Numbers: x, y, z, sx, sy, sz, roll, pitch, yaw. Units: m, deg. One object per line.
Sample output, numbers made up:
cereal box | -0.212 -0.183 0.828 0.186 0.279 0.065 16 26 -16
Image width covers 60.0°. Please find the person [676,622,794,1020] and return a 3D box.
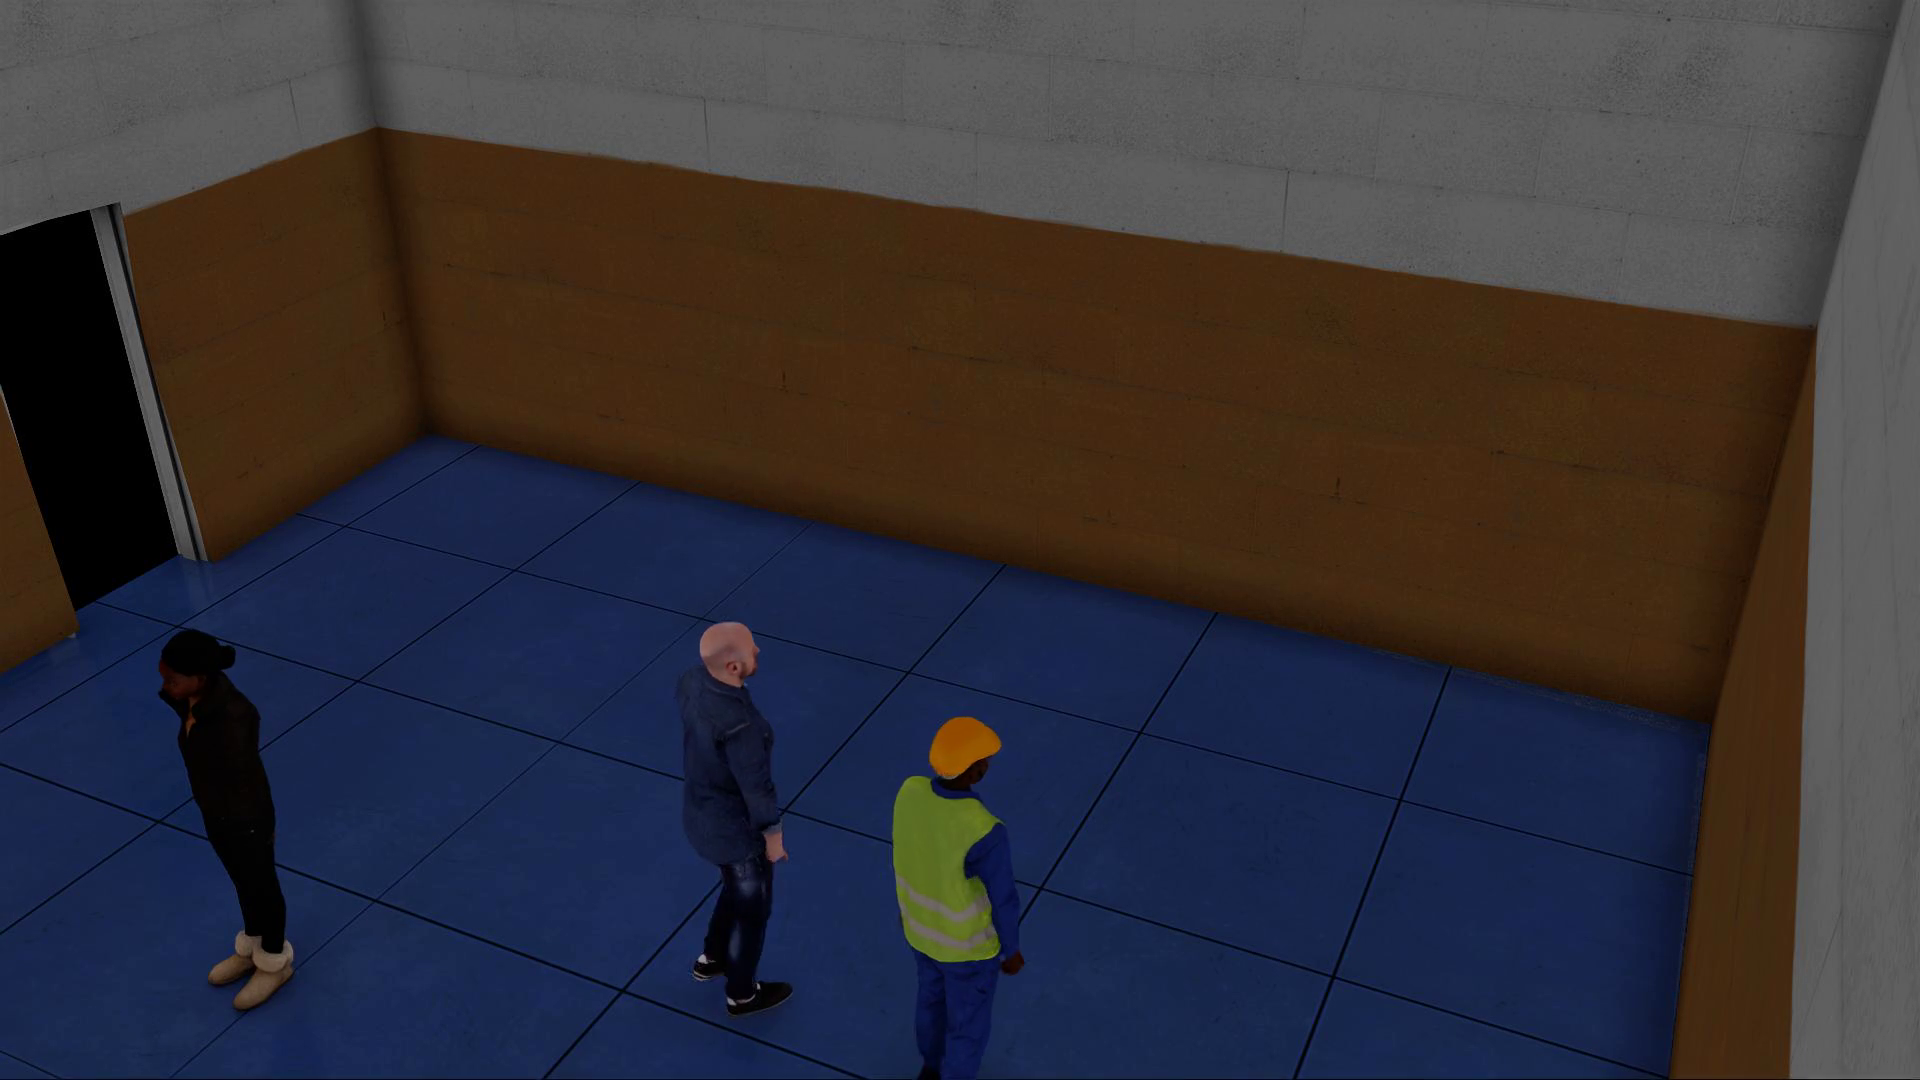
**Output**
person | -0.937 1.128 6.429 0.911 1.808 0.799 -18 33 -29

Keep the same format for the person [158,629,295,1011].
person | -2.897 1.075 6.676 0.691 1.664 0.638 -14 31 -23

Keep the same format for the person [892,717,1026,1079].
person | -0.031 1.396 5.943 0.864 1.802 0.804 -25 37 -37
